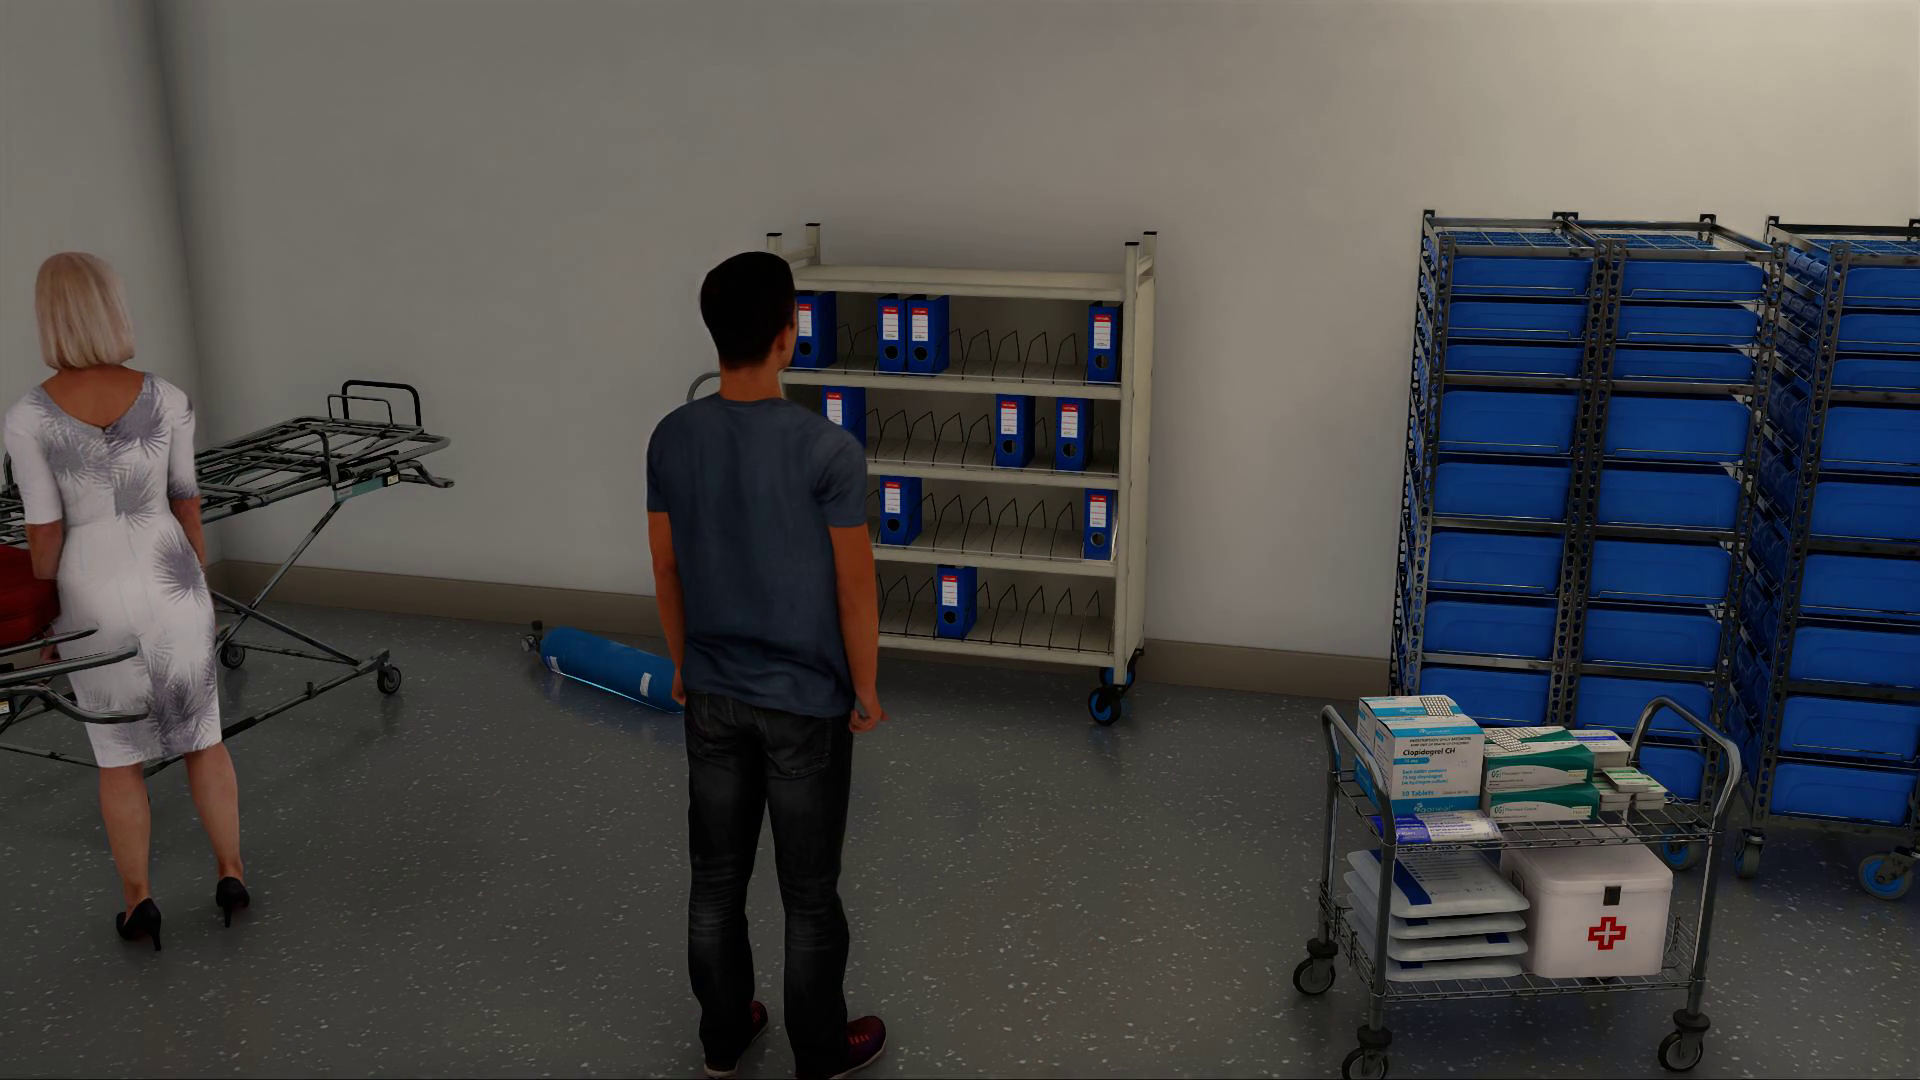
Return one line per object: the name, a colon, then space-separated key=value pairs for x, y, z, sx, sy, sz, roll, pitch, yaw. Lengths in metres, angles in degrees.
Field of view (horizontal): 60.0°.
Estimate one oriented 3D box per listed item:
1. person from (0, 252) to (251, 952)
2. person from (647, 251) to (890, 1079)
person: x=-2.037 y=0.168 z=4.102 sx=0.632 sy=1.750 sz=0.704 roll=-10 pitch=19 yaw=-33
person: x=-0.411 y=0.306 z=3.501 sx=0.652 sy=1.810 sz=0.544 roll=5 pitch=17 yaw=18
